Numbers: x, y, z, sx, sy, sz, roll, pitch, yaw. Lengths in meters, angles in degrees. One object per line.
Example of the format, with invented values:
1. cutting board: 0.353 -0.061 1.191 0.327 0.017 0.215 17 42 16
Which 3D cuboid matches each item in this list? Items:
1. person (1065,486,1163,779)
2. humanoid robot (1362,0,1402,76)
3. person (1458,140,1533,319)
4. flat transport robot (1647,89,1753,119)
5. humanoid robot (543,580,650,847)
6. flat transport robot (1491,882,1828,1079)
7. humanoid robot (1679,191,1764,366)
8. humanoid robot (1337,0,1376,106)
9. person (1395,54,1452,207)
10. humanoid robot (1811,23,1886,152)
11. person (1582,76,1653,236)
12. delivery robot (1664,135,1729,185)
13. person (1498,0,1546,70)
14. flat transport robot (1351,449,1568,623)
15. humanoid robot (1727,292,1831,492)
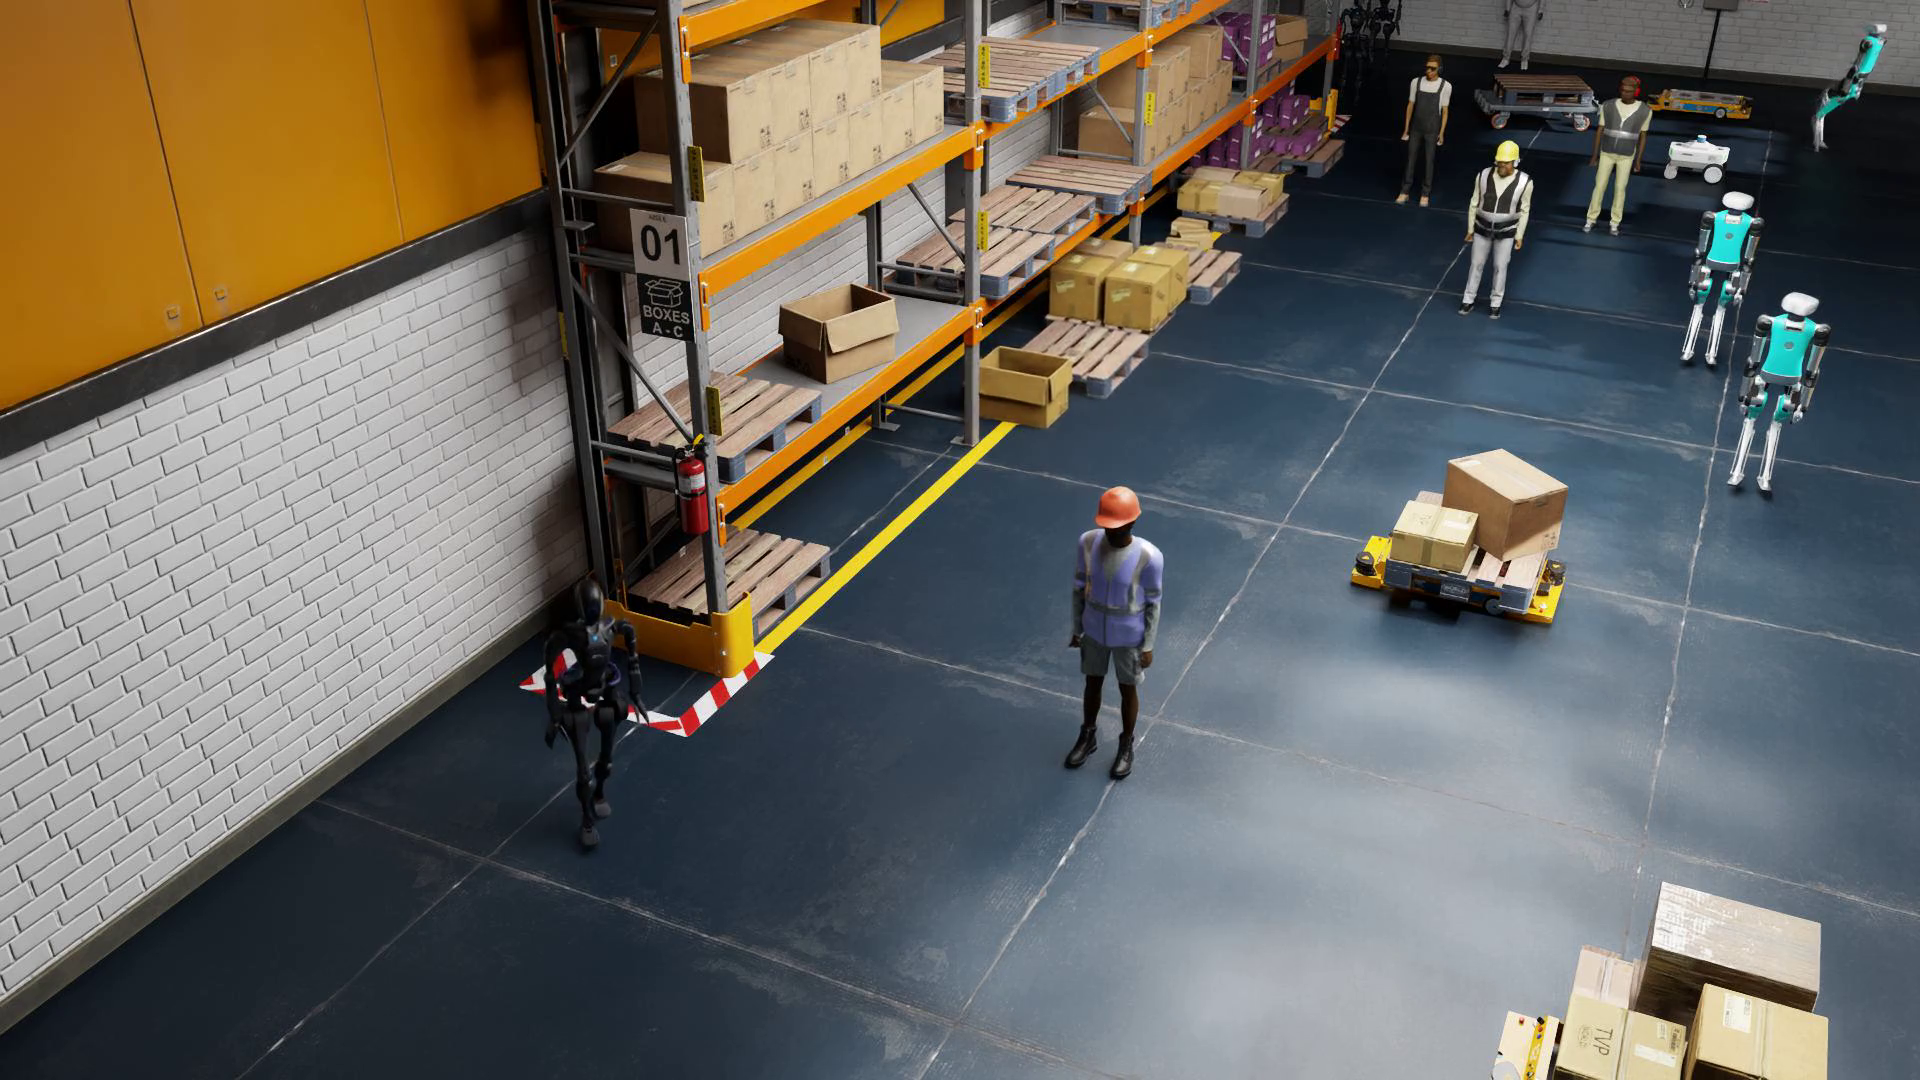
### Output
1. person: 0.913 0.551 9.950 0.542 1.939 0.362 13 31 23
2. humanoid robot: 6.774 -8.297 26.620 0.599 1.653 0.315 13 31 22
3. person: 5.450 -3.158 16.936 0.586 1.834 0.404 13 31 23
4. flat transport robot: 11.016 -6.498 24.777 1.431 0.231 0.659 13 31 22
5. humanoid robot: -2.092 0.945 9.504 0.600 1.643 0.535 -14 31 -24
6. flat transport robot: 3.262 2.645 7.824 1.431 0.231 0.659 13 31 22
7. humanoid robot: 7.165 -2.498 15.679 0.533 1.673 0.735 13 31 22
8. humanoid robot: 5.914 -7.360 24.882 0.599 1.653 0.315 13 31 22
9. person: 5.689 -5.019 20.374 0.507 1.846 0.345 13 31 23
10. humanoid robot: 11.925 -6.126 22.571 0.547 1.798 0.828 -21 35 -34
11. person: 7.668 -4.480 19.383 0.563 1.838 0.389 13 31 23
12. delivery robot: 9.581 -4.961 21.596 0.739 0.566 0.499 13 31 22
13. person: 9.158 -8.623 26.993 0.635 1.910 0.407 13 31 23
14. flat transport robot: 3.680 0.247 12.270 1.431 0.231 0.659 13 31 22
15. humanoid robot: 6.534 -1.224 13.315 0.533 1.673 0.735 13 31 22
